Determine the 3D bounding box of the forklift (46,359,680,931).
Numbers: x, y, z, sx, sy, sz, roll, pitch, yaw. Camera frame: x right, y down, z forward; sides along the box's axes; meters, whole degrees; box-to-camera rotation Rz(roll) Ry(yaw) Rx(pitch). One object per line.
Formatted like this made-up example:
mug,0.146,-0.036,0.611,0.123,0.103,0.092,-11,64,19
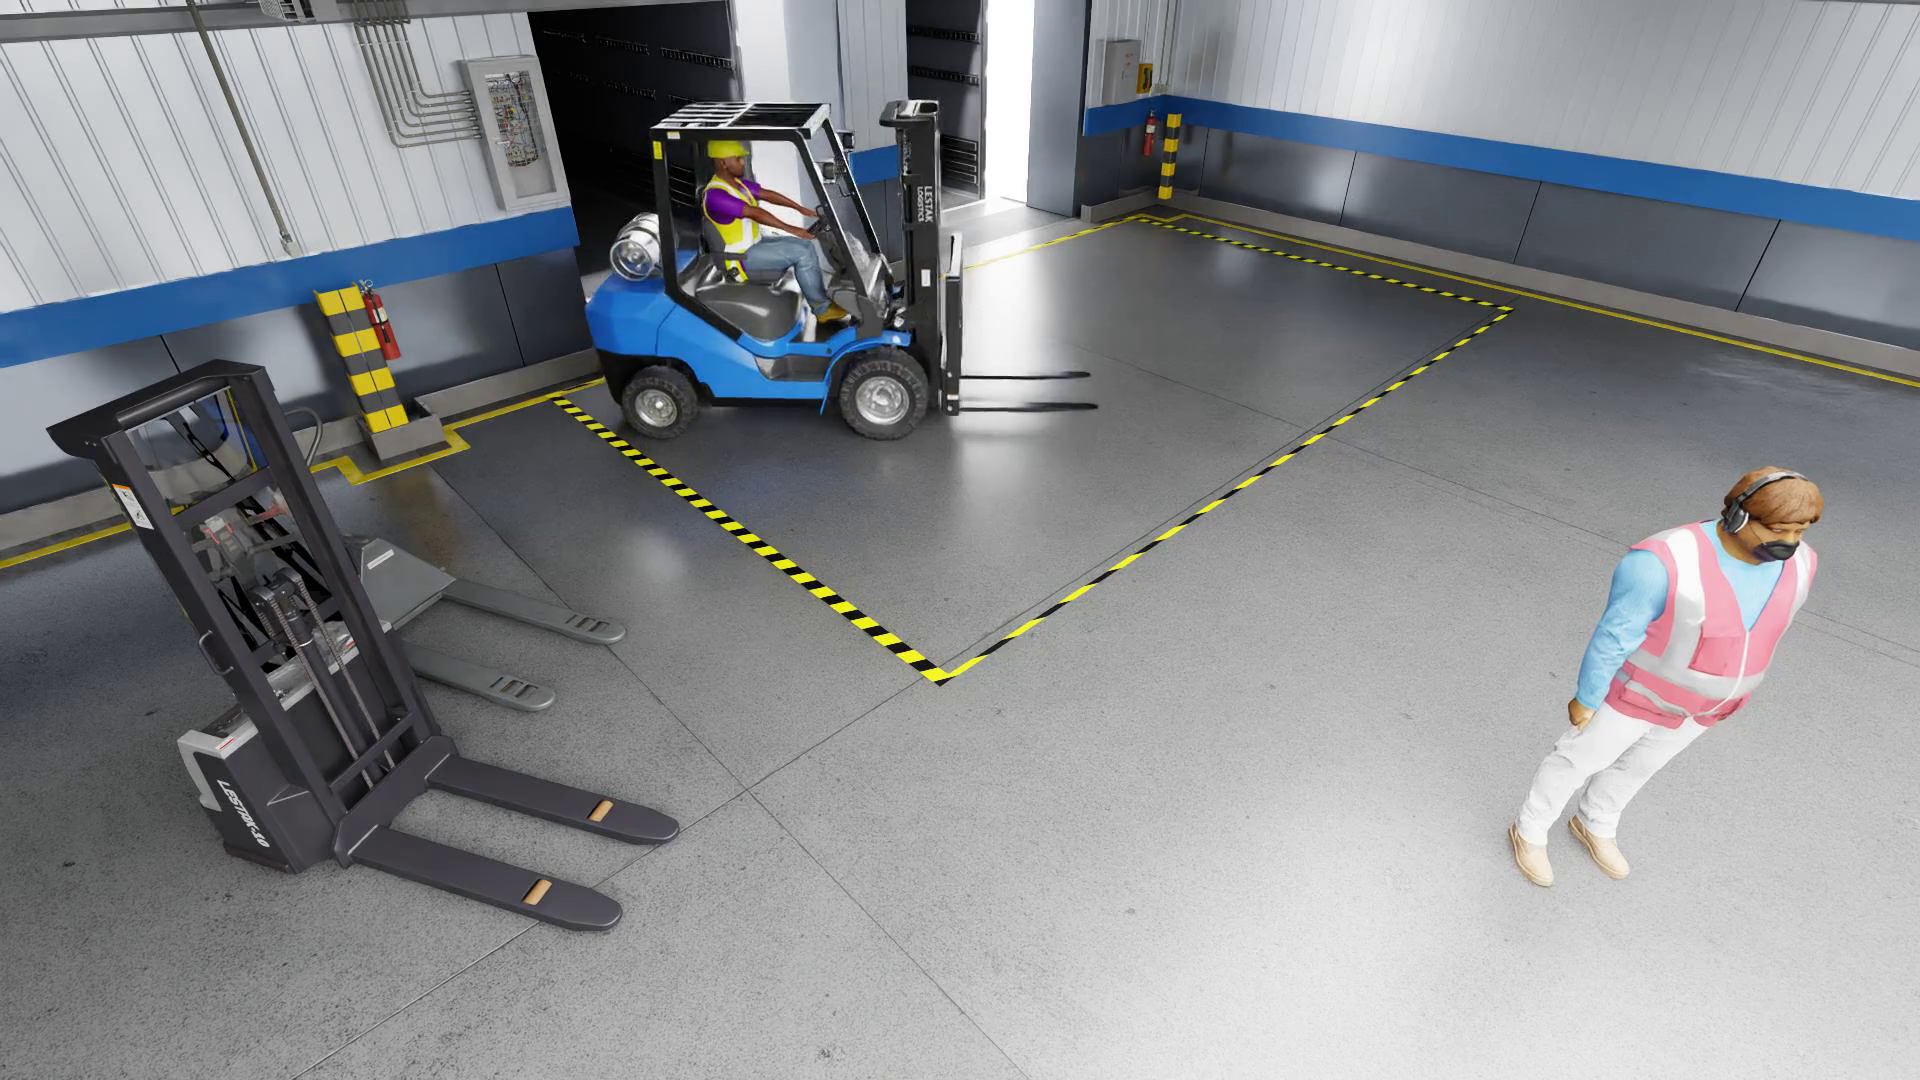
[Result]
forklift,-2.135,0.422,3.354,1.885,1.965,0.823,10,35,14

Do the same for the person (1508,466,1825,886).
person,2.521,0.553,3.299,0.633,1.841,0.429,-3,34,-4

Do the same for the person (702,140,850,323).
person,-1.278,-2.210,6.575,1.004,1.294,0.635,1,34,1

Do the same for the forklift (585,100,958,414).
forklift,-1.337,-2.061,6.688,2.680,2.036,1.157,1,34,1

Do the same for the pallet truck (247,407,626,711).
pallet truck,-2.628,0.038,4.590,1.601,1.201,0.680,12,36,18
